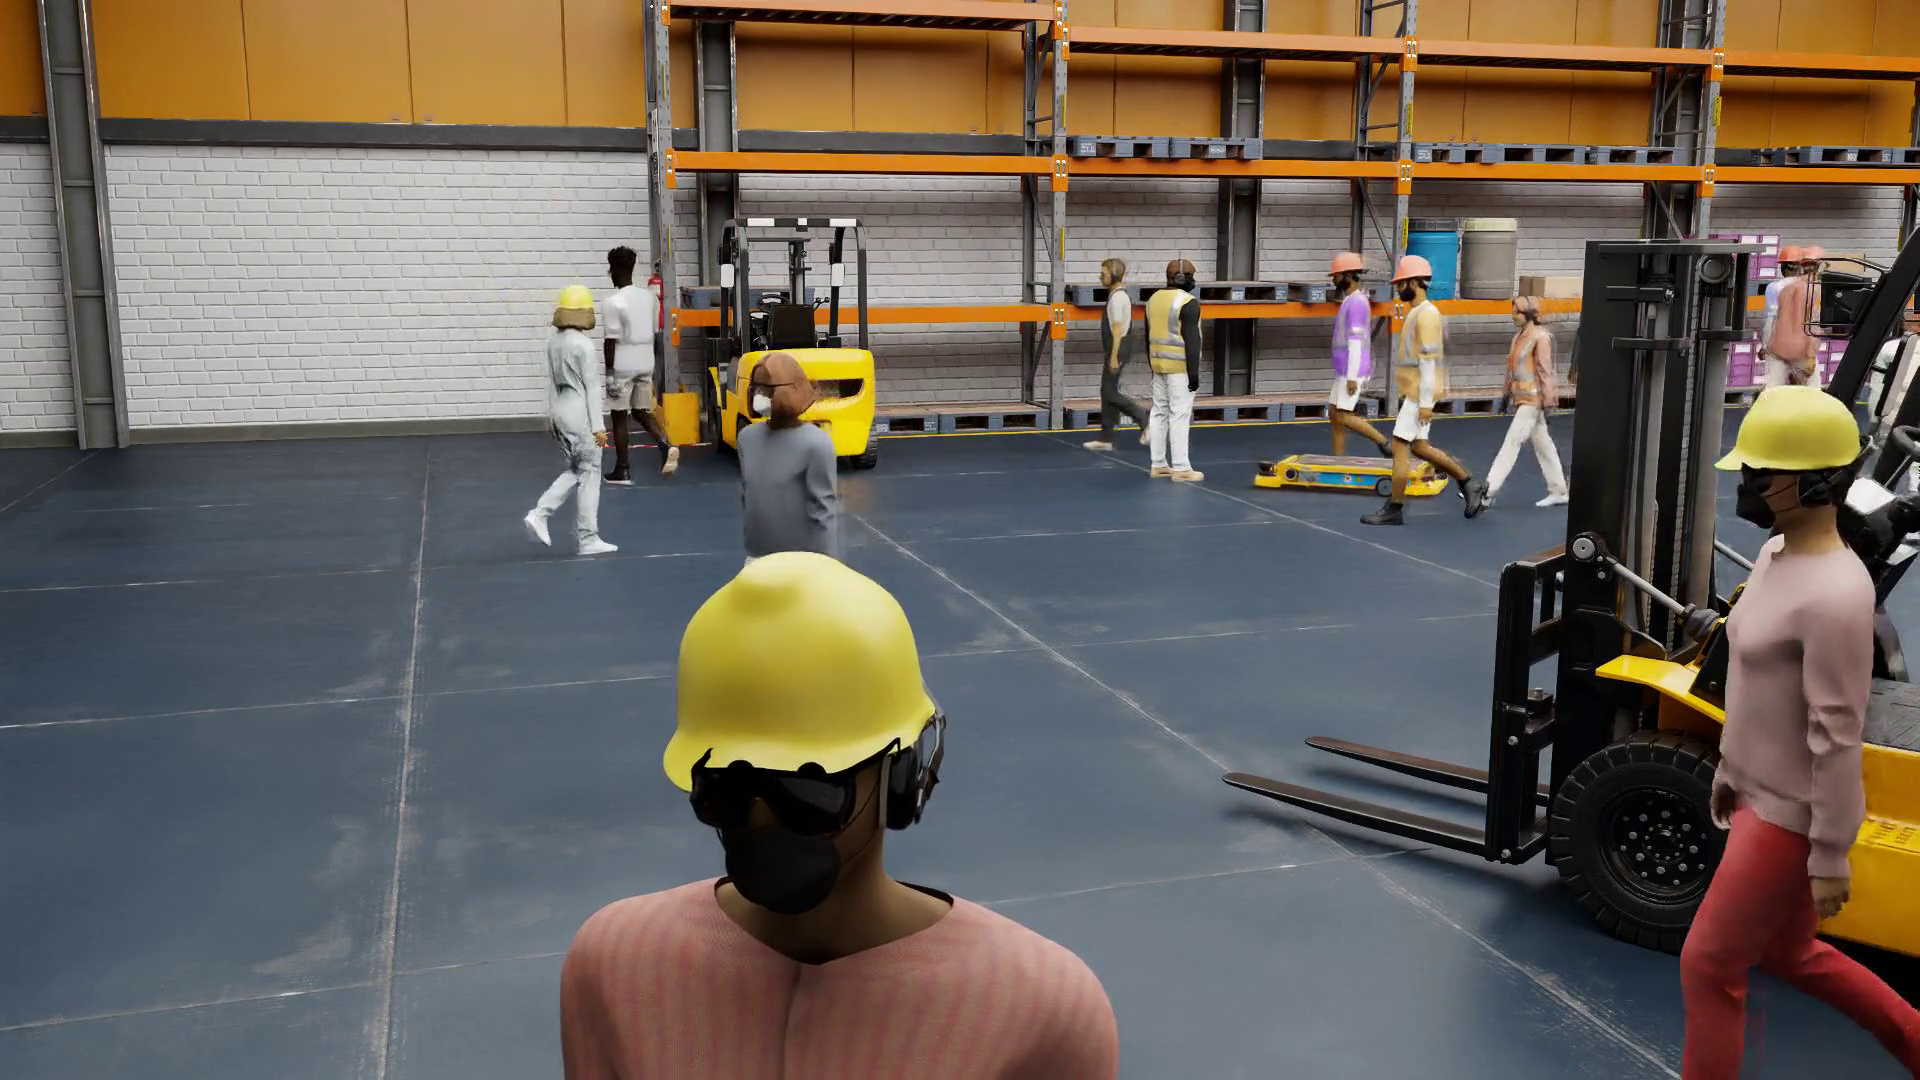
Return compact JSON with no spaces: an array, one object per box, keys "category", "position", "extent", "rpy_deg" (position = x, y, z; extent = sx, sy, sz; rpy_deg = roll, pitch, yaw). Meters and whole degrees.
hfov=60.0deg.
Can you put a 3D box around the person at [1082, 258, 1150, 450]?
[{"category":"person","position":[1.514,-1.737,15.675],"extent":[0.634,1.833,0.533],"rpy_deg":[1,10,3]}]

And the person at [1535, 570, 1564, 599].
[{"category":"person","position":[3.652,-0.500,9.075],"extent":[0.951,1.770,0.693],"rpy_deg":[5,12,26]}]

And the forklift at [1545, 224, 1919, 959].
[{"category":"forklift","position":[2.909,0.117,4.508],"extent":[2.313,2.155,1.214],"rpy_deg":[9,14,40]}]

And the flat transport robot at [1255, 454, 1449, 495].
[{"category":"flat transport robot","position":[3.149,-0.534,13.356],"extent":[1.431,0.197,0.652],"rpy_deg":[4,11,23]}]

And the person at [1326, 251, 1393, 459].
[{"category":"person","position":[3.282,-1.411,13.692],"extent":[0.694,1.909,0.554],"rpy_deg":[2,10,9]}]

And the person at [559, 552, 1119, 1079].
[{"category":"person","position":[-0.124,0.878,1.513],"extent":[0.528,1.768,0.313],"rpy_deg":[2,11,10]}]

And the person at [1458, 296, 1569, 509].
[{"category":"person","position":[4.183,-1.016,12.382],"extent":[0.897,1.583,0.526],"rpy_deg":[0,10,0]}]

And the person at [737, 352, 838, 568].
[{"category":"person","position":[-0.615,0.079,6.335],"extent":[0.505,1.607,0.775],"rpy_deg":[8,13,38]}]

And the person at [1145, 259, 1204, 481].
[{"category":"person","position":[1.800,-1.412,13.868],"extent":[0.430,1.840,0.624],"rpy_deg":[-6,12,-29]}]

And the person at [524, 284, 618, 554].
[{"category":"person","position":[-2.459,-0.747,10.527],"extent":[0.489,1.731,0.488],"rpy_deg":[-9,14,-41]}]

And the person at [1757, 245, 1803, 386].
[{"category":"person","position":[8.367,-2.011,16.879],"extent":[0.551,1.935,0.375],"rpy_deg":[-1,10,-7]}]

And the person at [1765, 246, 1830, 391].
[{"category":"person","position":[7.699,-1.722,15.313],"extent":[1.055,1.930,0.656],"rpy_deg":[-3,11,-18]}]

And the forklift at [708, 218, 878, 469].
[{"category":"forklift","position":[-1.522,-1.778,14.899],"extent":[1.214,2.155,2.313],"rpy_deg":[-3,11,-17]}]

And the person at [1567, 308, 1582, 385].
[{"category":"person","position":[5.442,-1.456,13.981],"extent":[0.808,1.888,0.609],"rpy_deg":[-10,14,-43]}]

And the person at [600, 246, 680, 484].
[{"category":"person","position":[-2.652,-1.407,13.524],"extent":[0.637,1.953,0.618],"rpy_deg":[7,13,35]}]

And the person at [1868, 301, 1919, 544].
[{"category":"person","position":[6.390,-0.795,11.168],"extent":[0.538,1.598,0.814],"rpy_deg":[5,12,26]}]

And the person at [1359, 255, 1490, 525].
[{"category":"person","position":[3.297,-1.033,11.645],"extent":[0.830,1.907,0.556],"rpy_deg":[2,10,9]}]

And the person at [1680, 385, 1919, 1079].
[{"category":"person","position":[1.783,0.545,3.438],"extent":[0.773,1.737,0.530],"rpy_deg":[3,11,15]}]
